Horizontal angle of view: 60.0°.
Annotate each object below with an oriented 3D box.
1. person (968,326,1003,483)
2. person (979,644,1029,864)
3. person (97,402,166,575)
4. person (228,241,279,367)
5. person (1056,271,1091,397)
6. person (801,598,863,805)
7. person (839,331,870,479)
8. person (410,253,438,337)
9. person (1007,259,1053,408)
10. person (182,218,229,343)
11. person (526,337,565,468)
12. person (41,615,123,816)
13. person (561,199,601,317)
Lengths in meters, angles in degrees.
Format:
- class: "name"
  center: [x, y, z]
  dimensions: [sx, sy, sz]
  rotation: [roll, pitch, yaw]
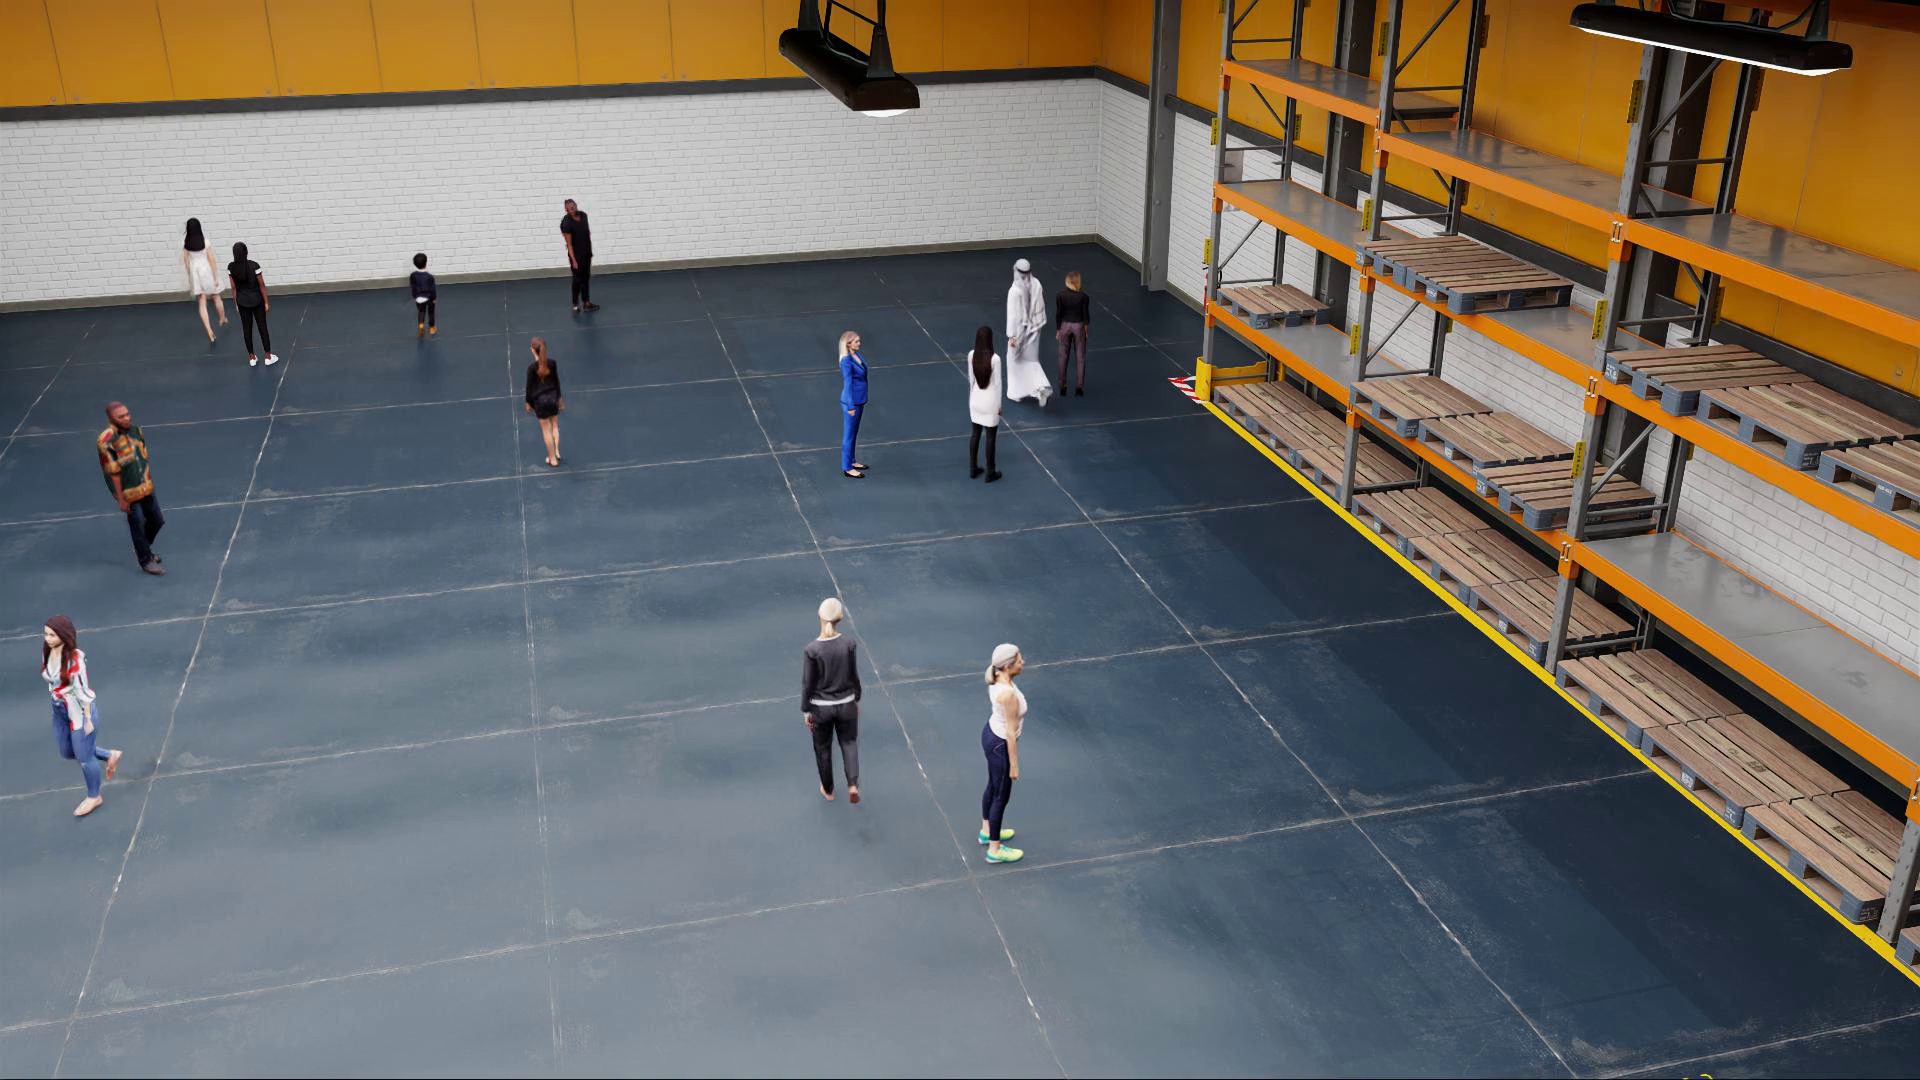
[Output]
- class: "person"
  center: [0.264, -1.547, 18.875]
  dimensions: [0.668, 1.808, 0.757]
  rotation: [17, 29, 33]
- class: "person"
  center: [0.288, 1.511, 12.014]
  dimensions: [0.656, 1.700, 0.485]
  rotation: [-5, 24, -11]
- class: "person"
  center: [-8.282, -0.516, 16.530]
  dimensions: [0.894, 1.796, 0.824]
  rotation: [10, 25, 21]
- class: "person"
  center: [-9.767, -3.267, 22.905]
  dimensions: [0.642, 1.731, 0.624]
  rotation: [-2, 24, -5]
- class: "person"
  center: [1.460, -2.674, 21.629]
  dimensions: [0.667, 1.666, 0.650]
  rotation: [3, 24, 6]
- class: "person"
  center: [-0.933, 1.274, 12.544]
  dimensions: [0.633, 1.709, 0.784]
  rotation: [-8, 25, -17]
- class: "person"
  center: [-1.245, -1.571, 19.064]
  dimensions: [0.755, 1.701, 0.623]
  rotation: [3, 24, 8]
- class: "person"
  center: [-7.820, -3.556, 24.212]
  dimensions: [0.602, 1.215, 0.766]
  rotation: [0, 24, -1]
- class: "person"
  center: [0.880, -2.600, 21.170]
  dimensions: [0.799, 1.899, 1.129]
  rotation: [-12, 26, -25]
- class: "person"
  center: [-10.892, -3.705, 23.893]
  dimensions: [0.692, 1.742, 1.100]
  rotation: [-4, 24, -9]
- class: "person"
  center: [-4.781, -1.594, 19.305]
  dimensions: [0.680, 1.549, 0.748]
  rotation: [-16, 28, -32]
- class: "person"
  center: [-6.662, 1.290, 12.641]
  dimensions: [0.828, 1.602, 0.912]
  rotation: [9, 25, 20]
- class: "person"
  center: [-5.758, -4.334, 25.274]
  dimensions: [0.881, 1.788, 0.824]
  rotation: [7, 25, 16]
